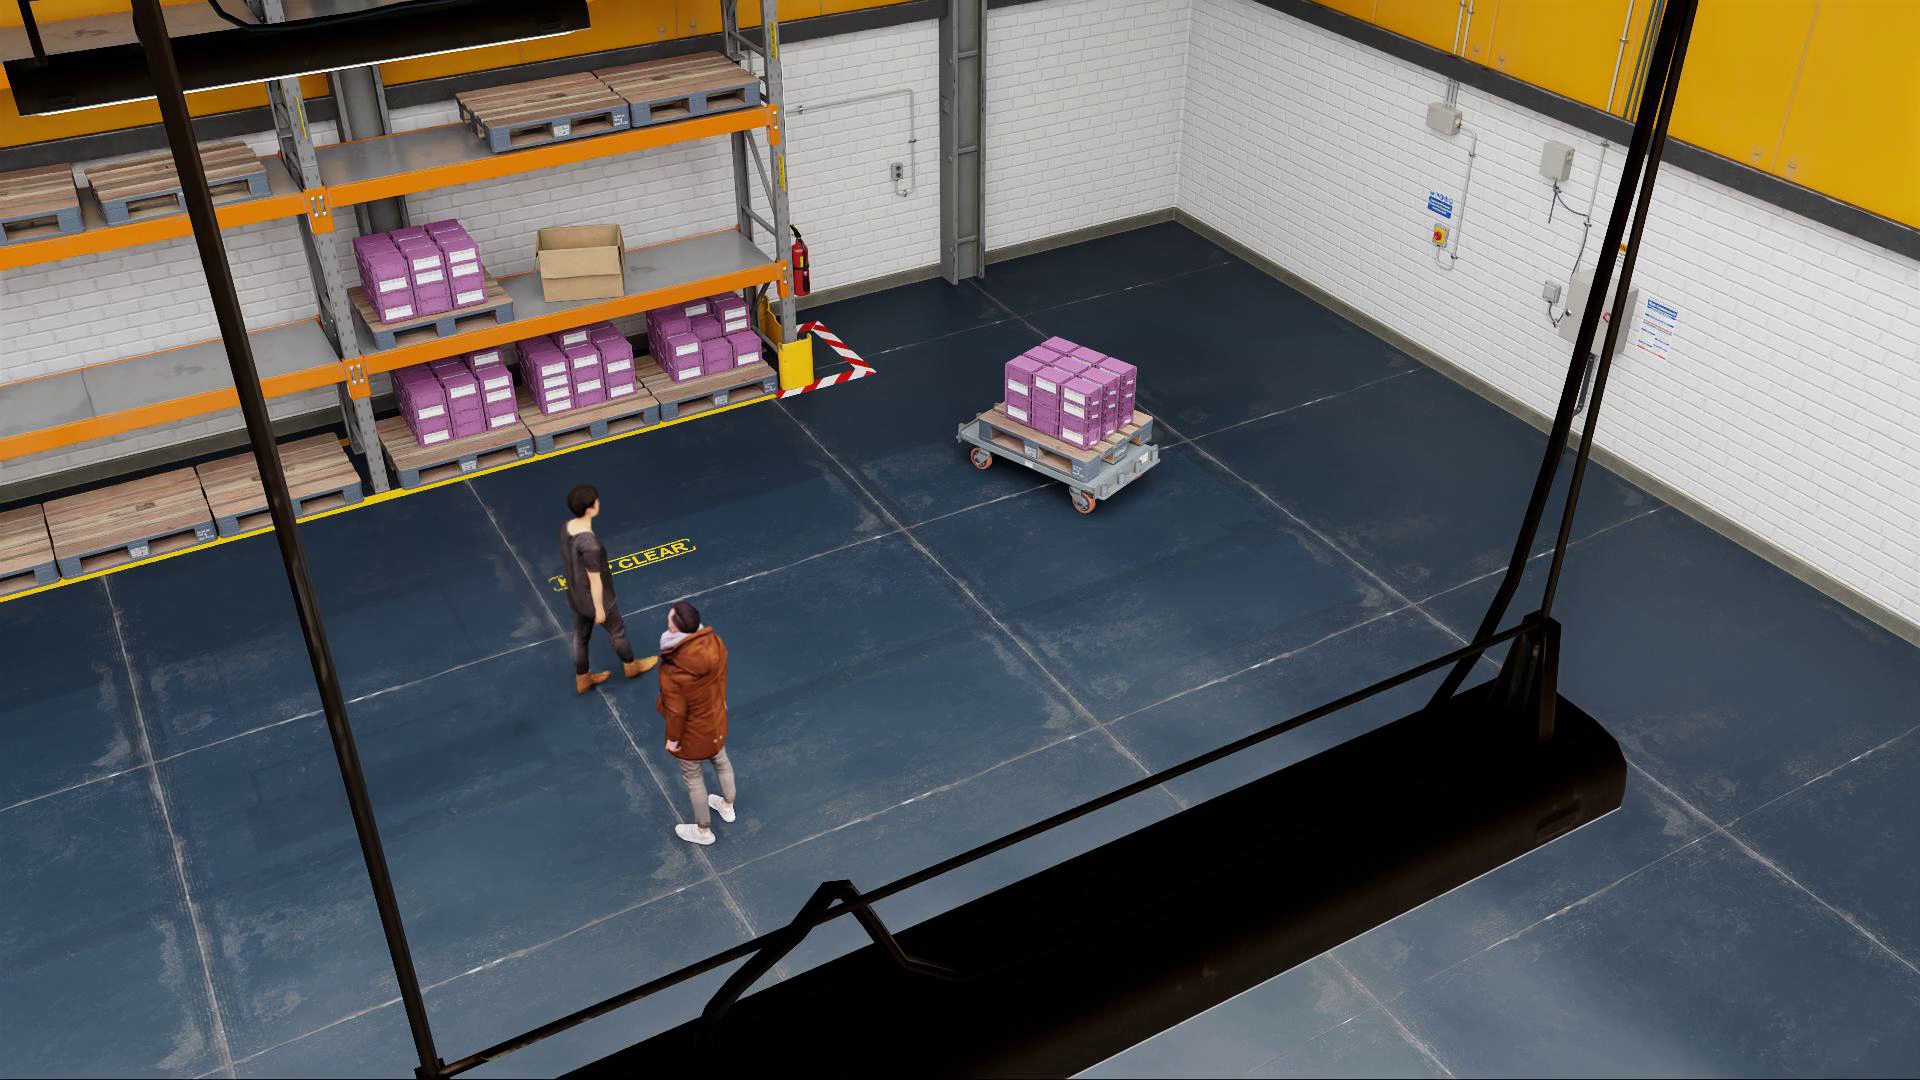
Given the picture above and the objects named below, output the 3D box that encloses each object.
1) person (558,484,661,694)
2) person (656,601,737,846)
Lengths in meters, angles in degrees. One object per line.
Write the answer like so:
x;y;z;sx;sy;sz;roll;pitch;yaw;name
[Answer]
-2.717;0.398;11.909;0.914;1.693;0.739;-25;41;-33;person
-1.673;1.161;10.630;0.881;1.838;0.780;21;39;28;person
